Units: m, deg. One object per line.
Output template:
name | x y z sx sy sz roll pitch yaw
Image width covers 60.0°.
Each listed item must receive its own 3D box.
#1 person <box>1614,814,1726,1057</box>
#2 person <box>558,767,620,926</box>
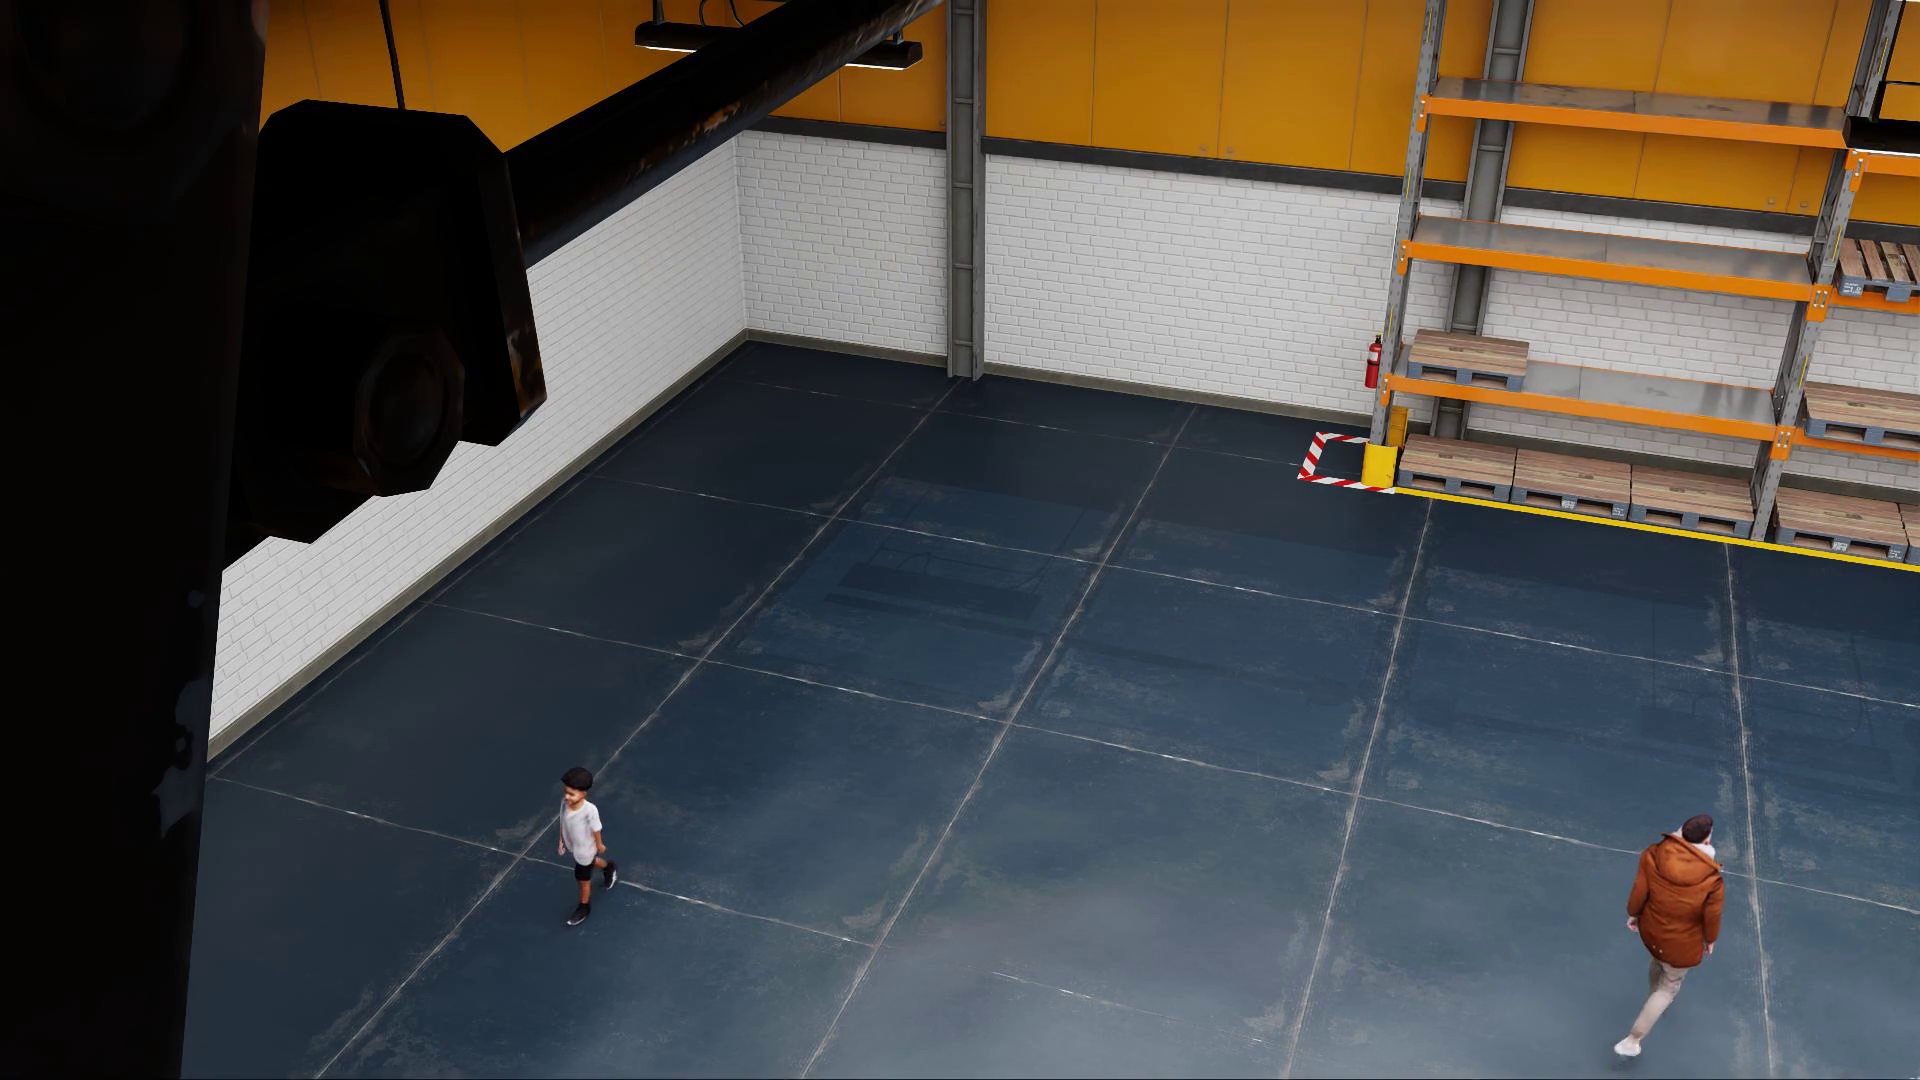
person | 4.587 2.586 10.807 1.128 1.801 1.207 -22 36 -35
person | -2.725 2.160 12.168 0.818 1.245 0.663 17 33 28
